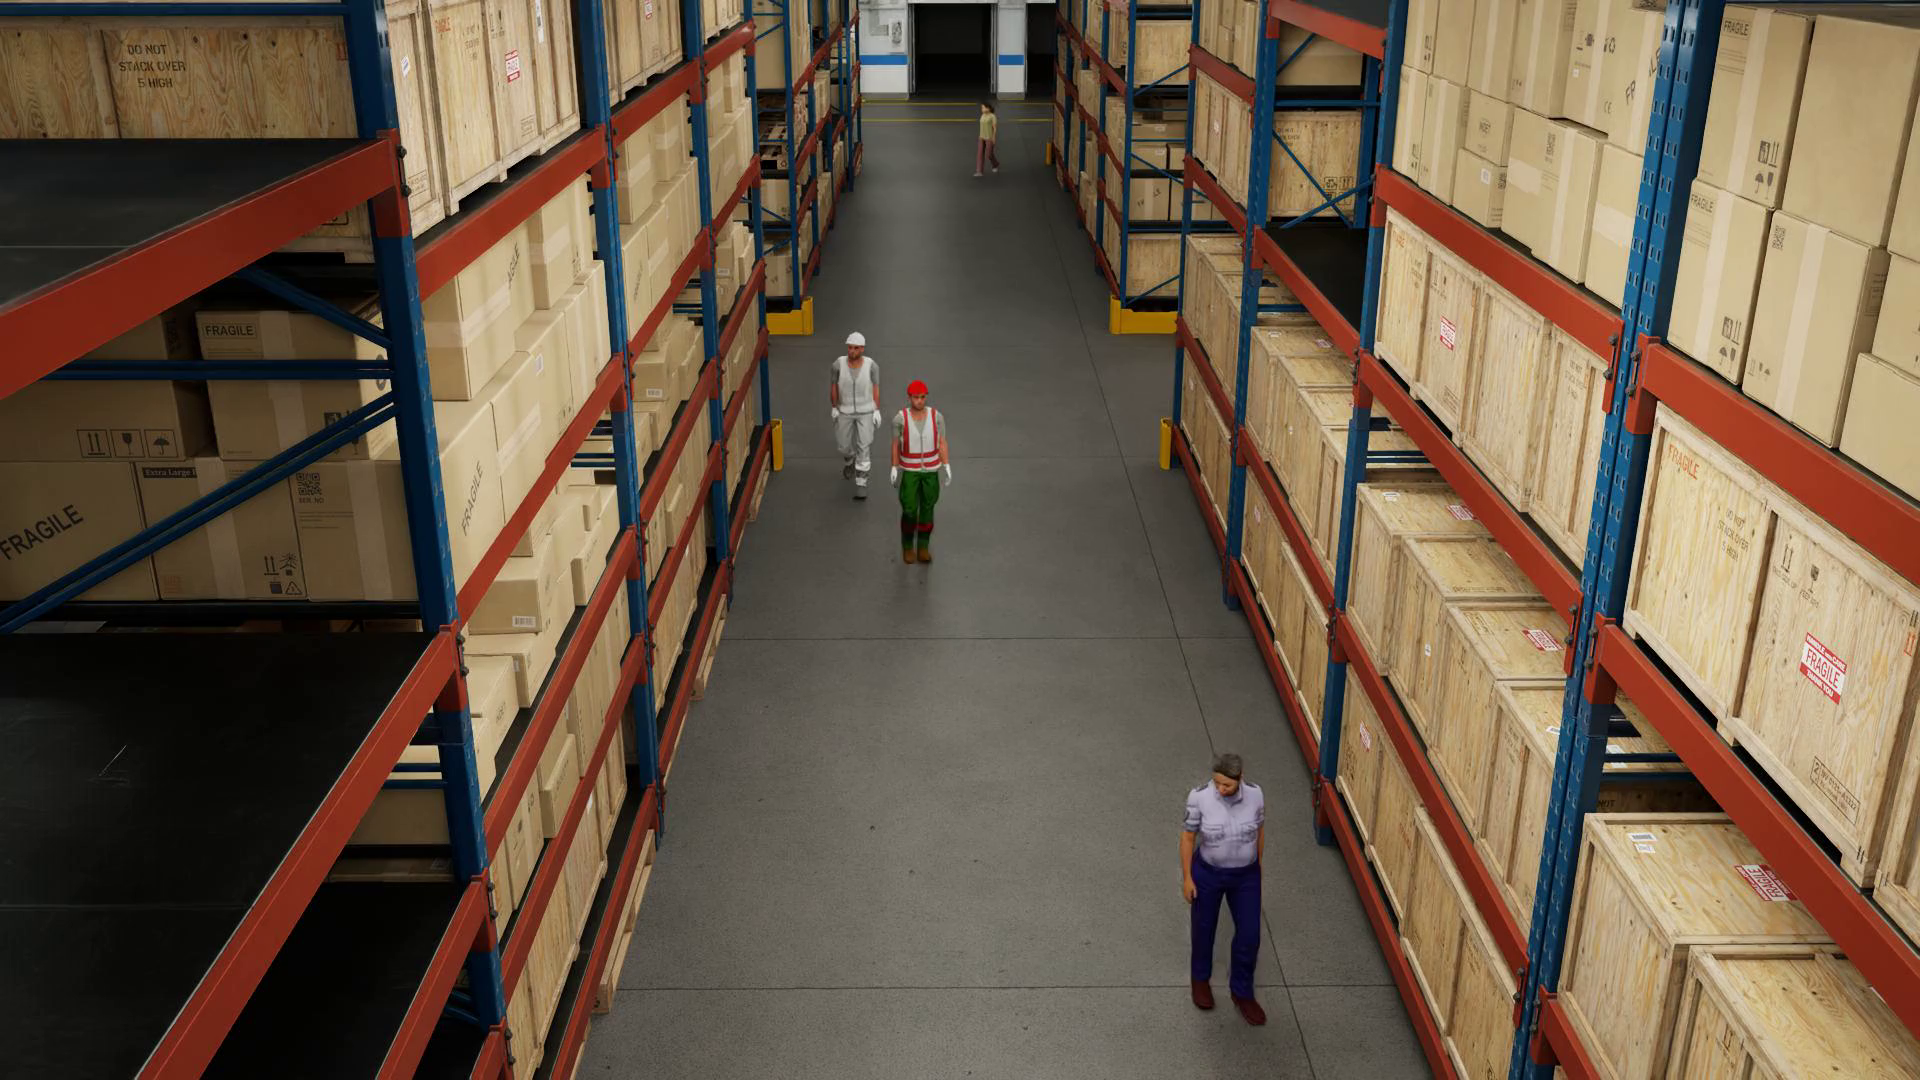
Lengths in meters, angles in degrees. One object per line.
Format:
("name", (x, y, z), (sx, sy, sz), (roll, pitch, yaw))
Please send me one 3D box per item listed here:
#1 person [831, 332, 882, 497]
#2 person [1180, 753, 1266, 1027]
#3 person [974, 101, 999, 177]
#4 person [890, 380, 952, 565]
("person", (-1.121, -1.389, 17.964), (0.546, 1.787, 0.620), (1, 22, 2))
("person", (1.530, 1.988, 9.598), (0.512, 1.651, 0.480), (-1, 22, -3))
("person", (0.616, -9.099, 37.714), (0.481, 1.649, 0.853), (14, 25, 31))
("person", (-0.374, -0.662, 16.128), (0.579, 1.792, 0.437), (-5, 22, -13))
